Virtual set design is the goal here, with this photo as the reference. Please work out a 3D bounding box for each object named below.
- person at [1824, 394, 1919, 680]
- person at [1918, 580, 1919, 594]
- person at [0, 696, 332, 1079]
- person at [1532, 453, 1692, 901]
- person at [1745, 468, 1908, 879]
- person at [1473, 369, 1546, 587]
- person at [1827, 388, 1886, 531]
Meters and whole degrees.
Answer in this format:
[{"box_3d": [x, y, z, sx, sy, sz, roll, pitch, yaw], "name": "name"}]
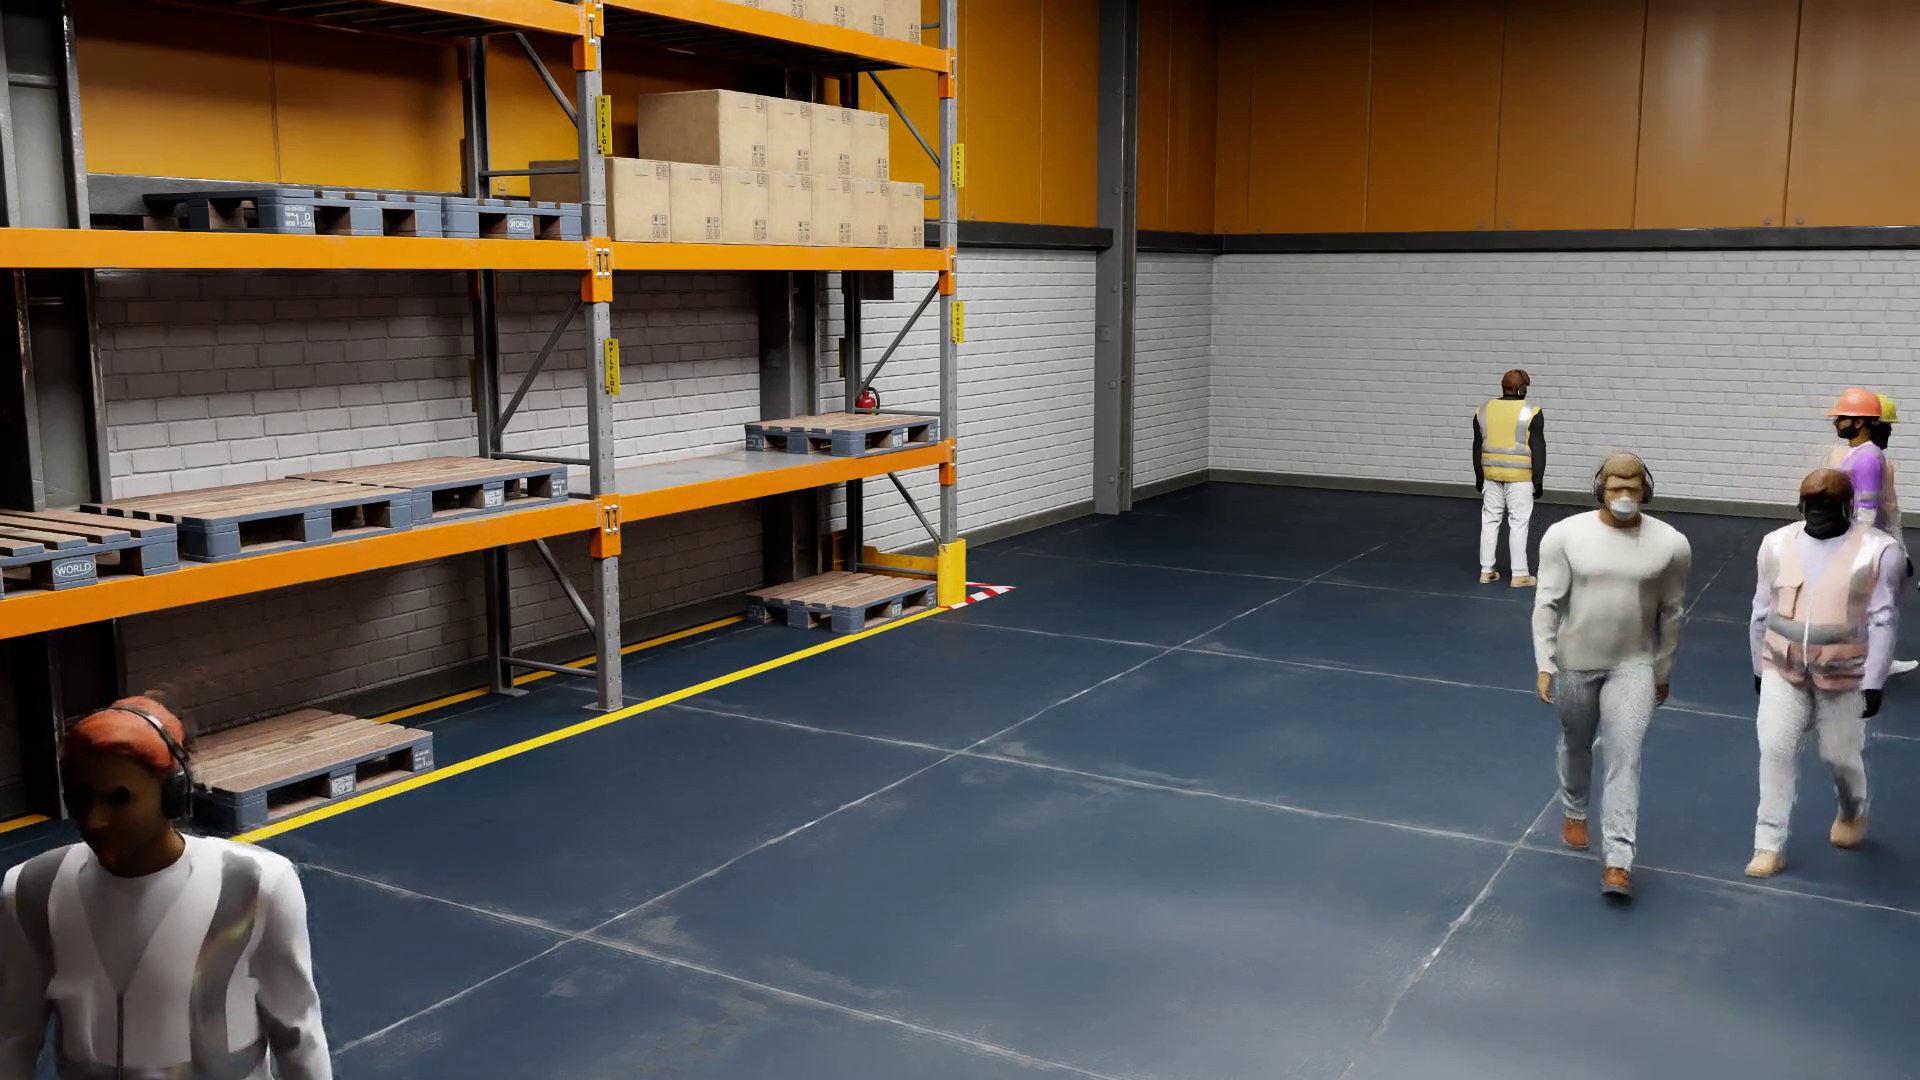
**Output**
[{"box_3d": [5.767, 0.026, 10.546, 0.958, 1.882, 0.600, 0, 9, 2], "name": "person"}, {"box_3d": [6.634, 0.028, 11.062, 0.450, 1.714, 0.569, 0, 9, 3], "name": "person"}, {"box_3d": [-1.555, 1.229, 3.115, 0.607, 1.849, 0.841, 1, 9, 5], "name": "person"}, {"box_3d": [2.838, 0.553, 7.295, 0.635, 1.885, 1.068, 3, 10, 18], "name": "person"}, {"box_3d": [3.835, 0.569, 7.399, 0.628, 1.816, 0.793, 8, 12, 42], "name": "person"}, {"box_3d": [4.676, -0.528, 14.140, 0.634, 1.841, 0.429, 9, 13, 44], "name": "person"}, {"box_3d": [5.570, 0.019, 10.417, 0.369, 1.939, 0.542, 4, 10, 23], "name": "person"}]
